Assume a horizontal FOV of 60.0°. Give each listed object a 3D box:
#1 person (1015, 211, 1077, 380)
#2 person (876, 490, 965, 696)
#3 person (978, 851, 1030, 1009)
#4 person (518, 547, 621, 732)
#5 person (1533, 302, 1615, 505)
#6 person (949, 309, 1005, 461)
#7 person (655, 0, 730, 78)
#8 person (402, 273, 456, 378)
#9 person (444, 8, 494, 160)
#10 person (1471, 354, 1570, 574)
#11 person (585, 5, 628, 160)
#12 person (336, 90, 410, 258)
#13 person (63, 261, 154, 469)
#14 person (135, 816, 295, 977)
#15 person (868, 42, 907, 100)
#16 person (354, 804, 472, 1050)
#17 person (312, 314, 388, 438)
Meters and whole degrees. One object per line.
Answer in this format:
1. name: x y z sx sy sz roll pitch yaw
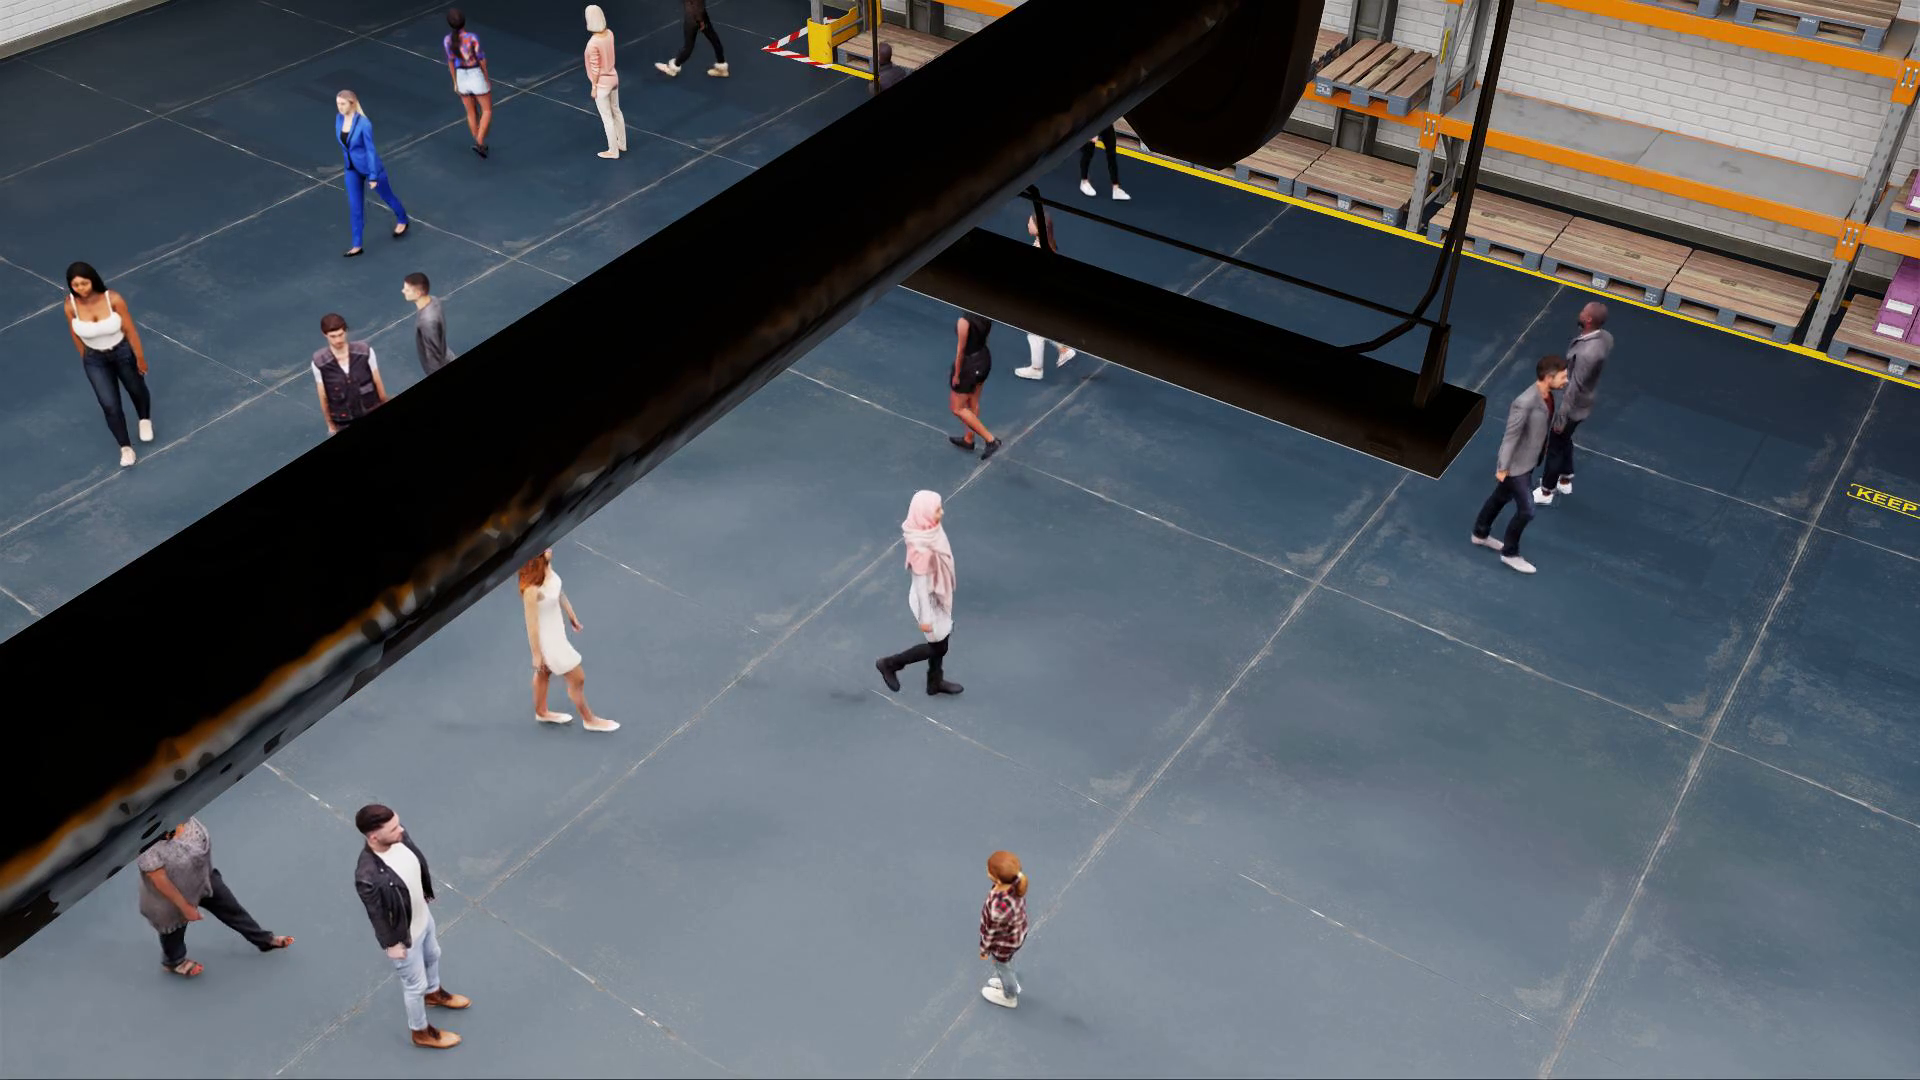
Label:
1. person: 0.786 -2.156 14.786 0.881 1.680 0.773 7 39 9
2. person: -0.296 0.418 11.475 0.976 1.789 0.856 4 39 5
3. person: 0.312 2.266 9.554 0.575 1.299 0.584 15 41 18
4. person: -2.883 0.633 11.283 0.967 1.693 0.840 2 39 3
5. person: 4.902 -1.066 13.320 0.655 1.807 0.785 11 40 14
6. person: 0.158 -1.389 13.787 0.832 1.728 0.616 21 43 24
7. person: -3.304 -6.334 20.060 0.852 1.627 1.141 22 44 25
8. person: -4.314 -1.437 13.824 0.739 1.759 0.661 -9 40 -11
9. person: -5.385 -4.958 18.255 0.848 1.729 0.869 2 39 3
10. person: 4.216 -0.641 12.754 0.813 1.849 0.713 25 45 27
11. person: -3.930 -5.076 18.406 0.616 1.725 0.656 12 40 15
12. person: -5.929 -3.743 16.794 1.138 1.655 0.875 14 41 17
13. person: -7.118 -1.575 13.978 0.987 1.781 1.111 -13 40 -15
14. person: -4.617 1.993 9.685 1.115 1.562 0.924 5 39 6
15. person: -0.665 -4.254 17.326 1.170 1.789 0.803 30 48 32
16. person: -3.125 2.126 9.302 0.742 1.832 0.748 4 39 5
17. person: -4.780 -1.001 13.206 0.739 1.846 0.743 -16 41 -19
